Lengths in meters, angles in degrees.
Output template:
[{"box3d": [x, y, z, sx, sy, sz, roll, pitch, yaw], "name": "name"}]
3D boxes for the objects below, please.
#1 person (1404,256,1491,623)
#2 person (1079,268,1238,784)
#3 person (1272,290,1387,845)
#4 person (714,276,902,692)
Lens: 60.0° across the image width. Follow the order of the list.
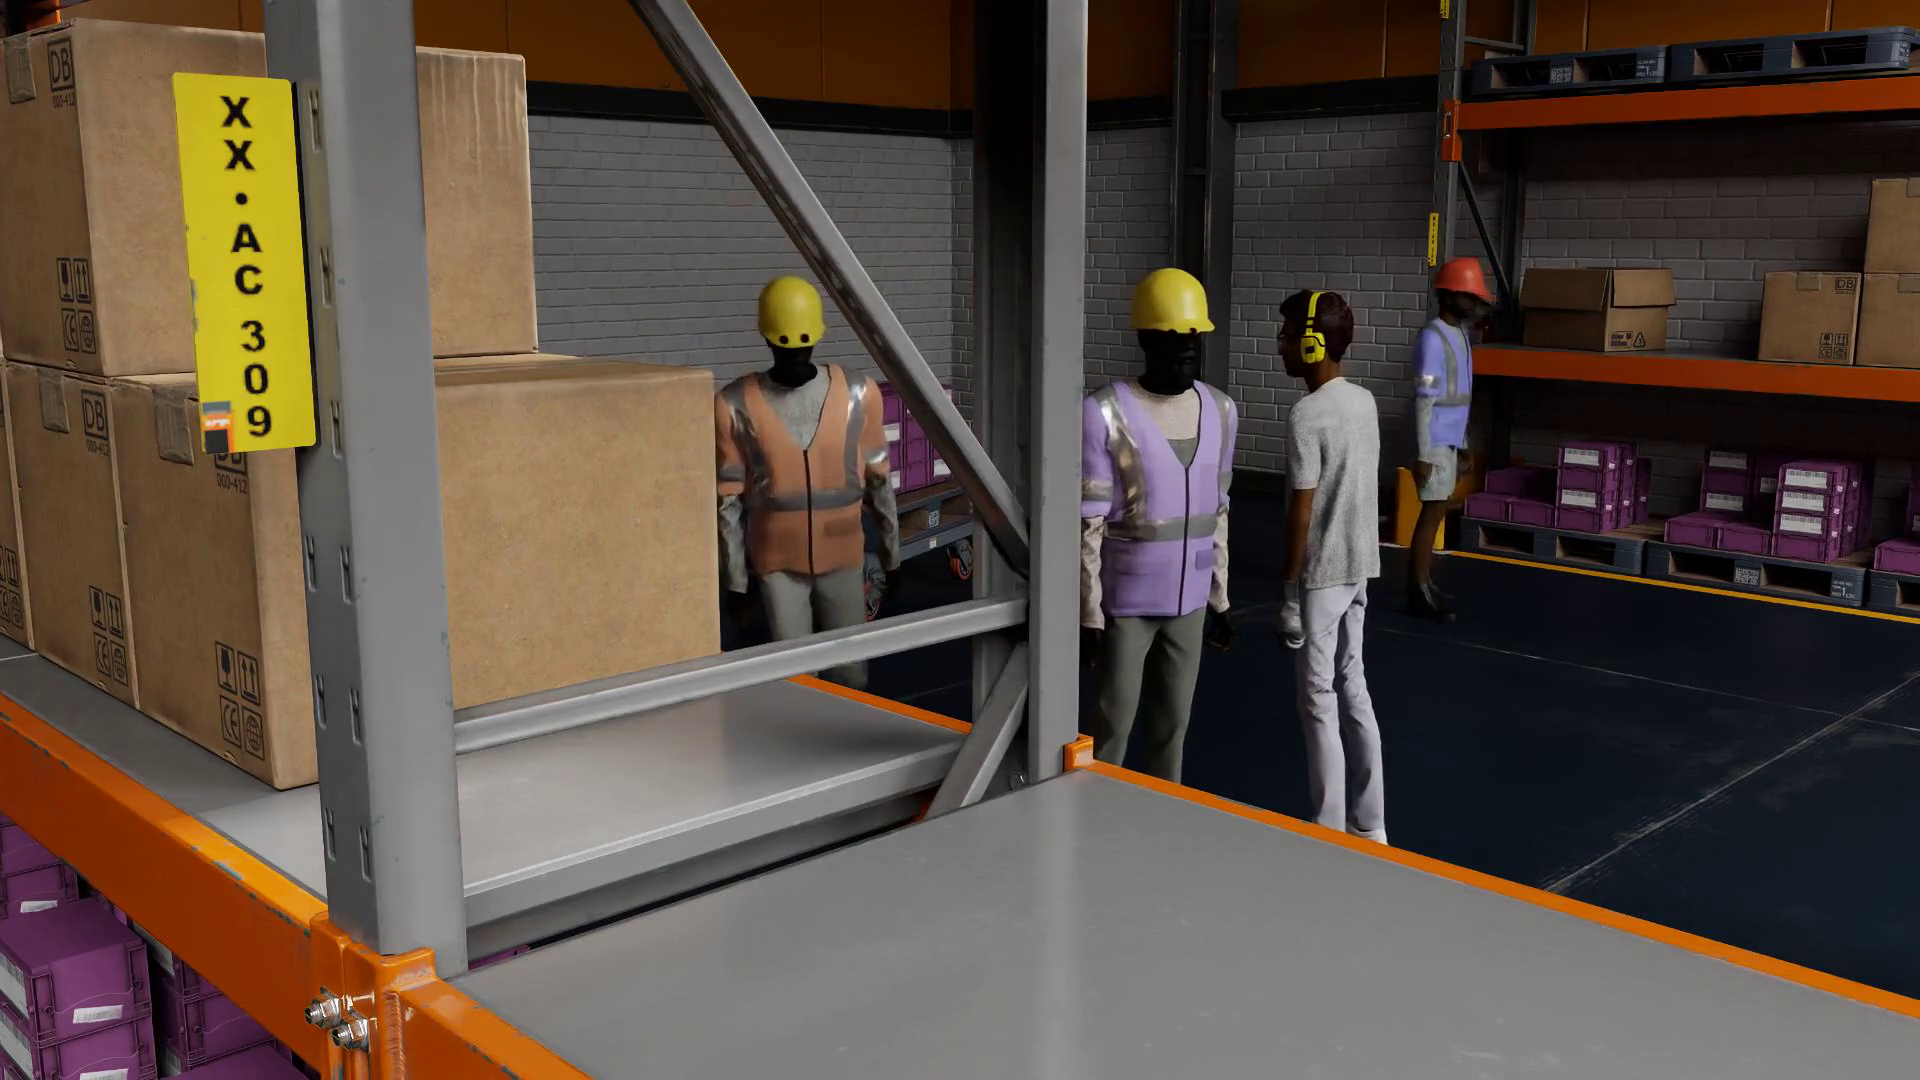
[{"box3d": [2.578, -0.547, 8.882, 0.402, 1.928, 0.559, 6, 12, 31], "name": "person"}, {"box3d": [0.593, 0.163, 4.966, 0.589, 1.927, 0.386, -6, 12, -31], "name": "person"}, {"box3d": [1.164, 0.139, 5.315, 0.367, 1.856, 0.534, 8, 13, 38], "name": "person"}, {"box3d": [-0.519, 0.058, 5.633, 0.643, 1.887, 0.607, -2, 11, -11], "name": "person"}]
